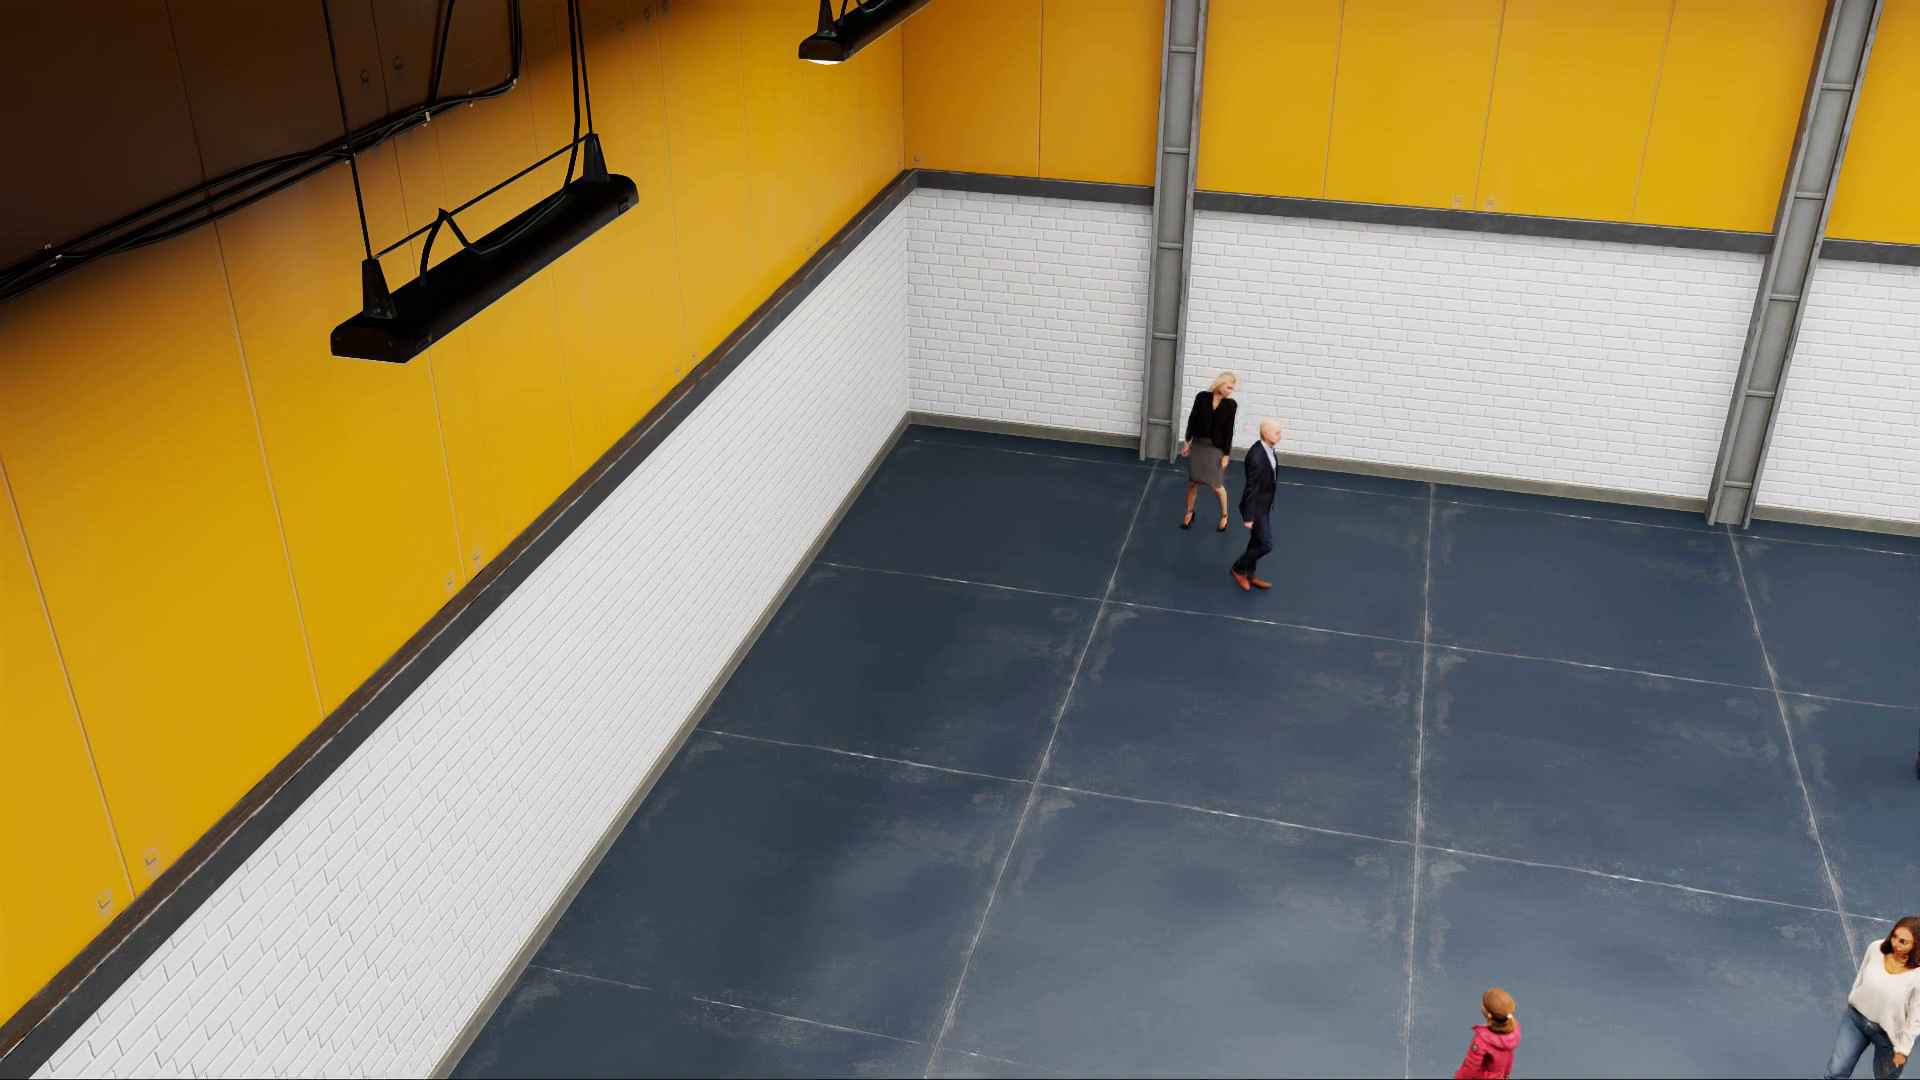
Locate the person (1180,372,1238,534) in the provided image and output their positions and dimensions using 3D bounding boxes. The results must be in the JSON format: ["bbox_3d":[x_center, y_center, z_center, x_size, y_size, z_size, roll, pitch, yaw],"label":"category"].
[{"bbox_3d":[2.552,-0.867,16.775,0.588,1.799,0.769,21,35,34],"label":"person"}]

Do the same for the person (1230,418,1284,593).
[{"bbox_3d":[2.759,-0.340,15.820,0.722,1.789,0.771,13,31,23],"label":"person"}]

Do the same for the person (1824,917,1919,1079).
[{"bbox_3d":[5.571,2.926,9.978,1.116,1.650,1.005,-13,31,-22],"label":"person"}]

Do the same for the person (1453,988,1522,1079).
[{"bbox_3d":[3.150,3.226,9.808,0.829,1.285,0.952,-22,36,-35],"label":"person"}]
